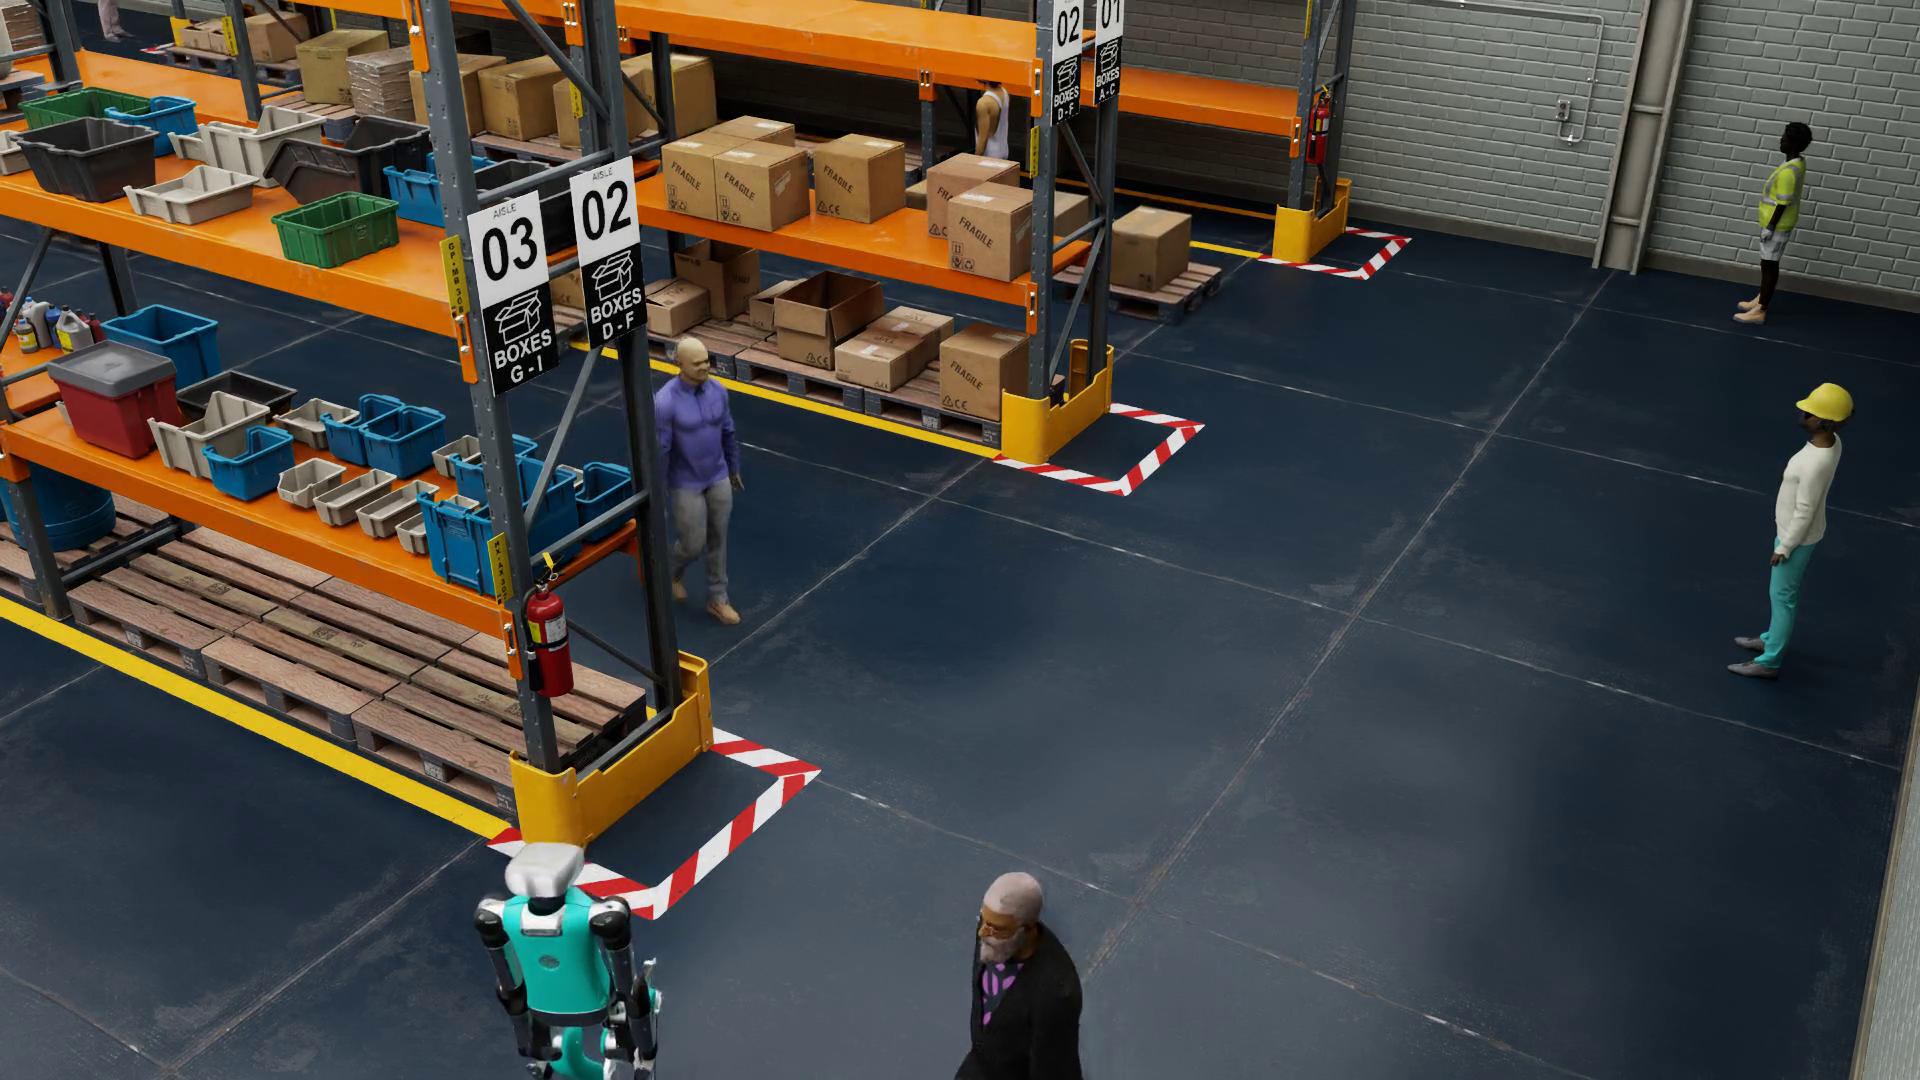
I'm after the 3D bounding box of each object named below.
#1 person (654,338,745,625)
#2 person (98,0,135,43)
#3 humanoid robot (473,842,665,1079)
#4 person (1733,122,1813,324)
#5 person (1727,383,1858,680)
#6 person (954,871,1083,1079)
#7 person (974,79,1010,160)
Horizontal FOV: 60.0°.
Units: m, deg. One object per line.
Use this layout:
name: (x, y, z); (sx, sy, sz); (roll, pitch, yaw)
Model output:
person: (-1.537, -0.344, 9.690); (0.616, 1.788, 0.491); (-24, 37, -36)
person: (-11.982, -7.915, 23.220); (0.372, 1.840, 0.568); (0, 29, 0)
humanoid robot: (-1.334, 1.705, 6.092); (0.560, 1.747, 1.045); (2, 29, 4)
person: (6.827, -2.650, 13.921); (0.318, 1.696, 0.534); (16, 33, 26)
person: (4.598, -0.047, 9.176); (0.299, 1.772, 0.523); (16, 33, 26)
person: (0.135, 1.876, 5.657); (0.676, 1.832, 0.569); (-16, 33, -27)
person: (0.263, -3.540, 15.347); (0.361, 1.865, 0.507); (16, 33, 26)
